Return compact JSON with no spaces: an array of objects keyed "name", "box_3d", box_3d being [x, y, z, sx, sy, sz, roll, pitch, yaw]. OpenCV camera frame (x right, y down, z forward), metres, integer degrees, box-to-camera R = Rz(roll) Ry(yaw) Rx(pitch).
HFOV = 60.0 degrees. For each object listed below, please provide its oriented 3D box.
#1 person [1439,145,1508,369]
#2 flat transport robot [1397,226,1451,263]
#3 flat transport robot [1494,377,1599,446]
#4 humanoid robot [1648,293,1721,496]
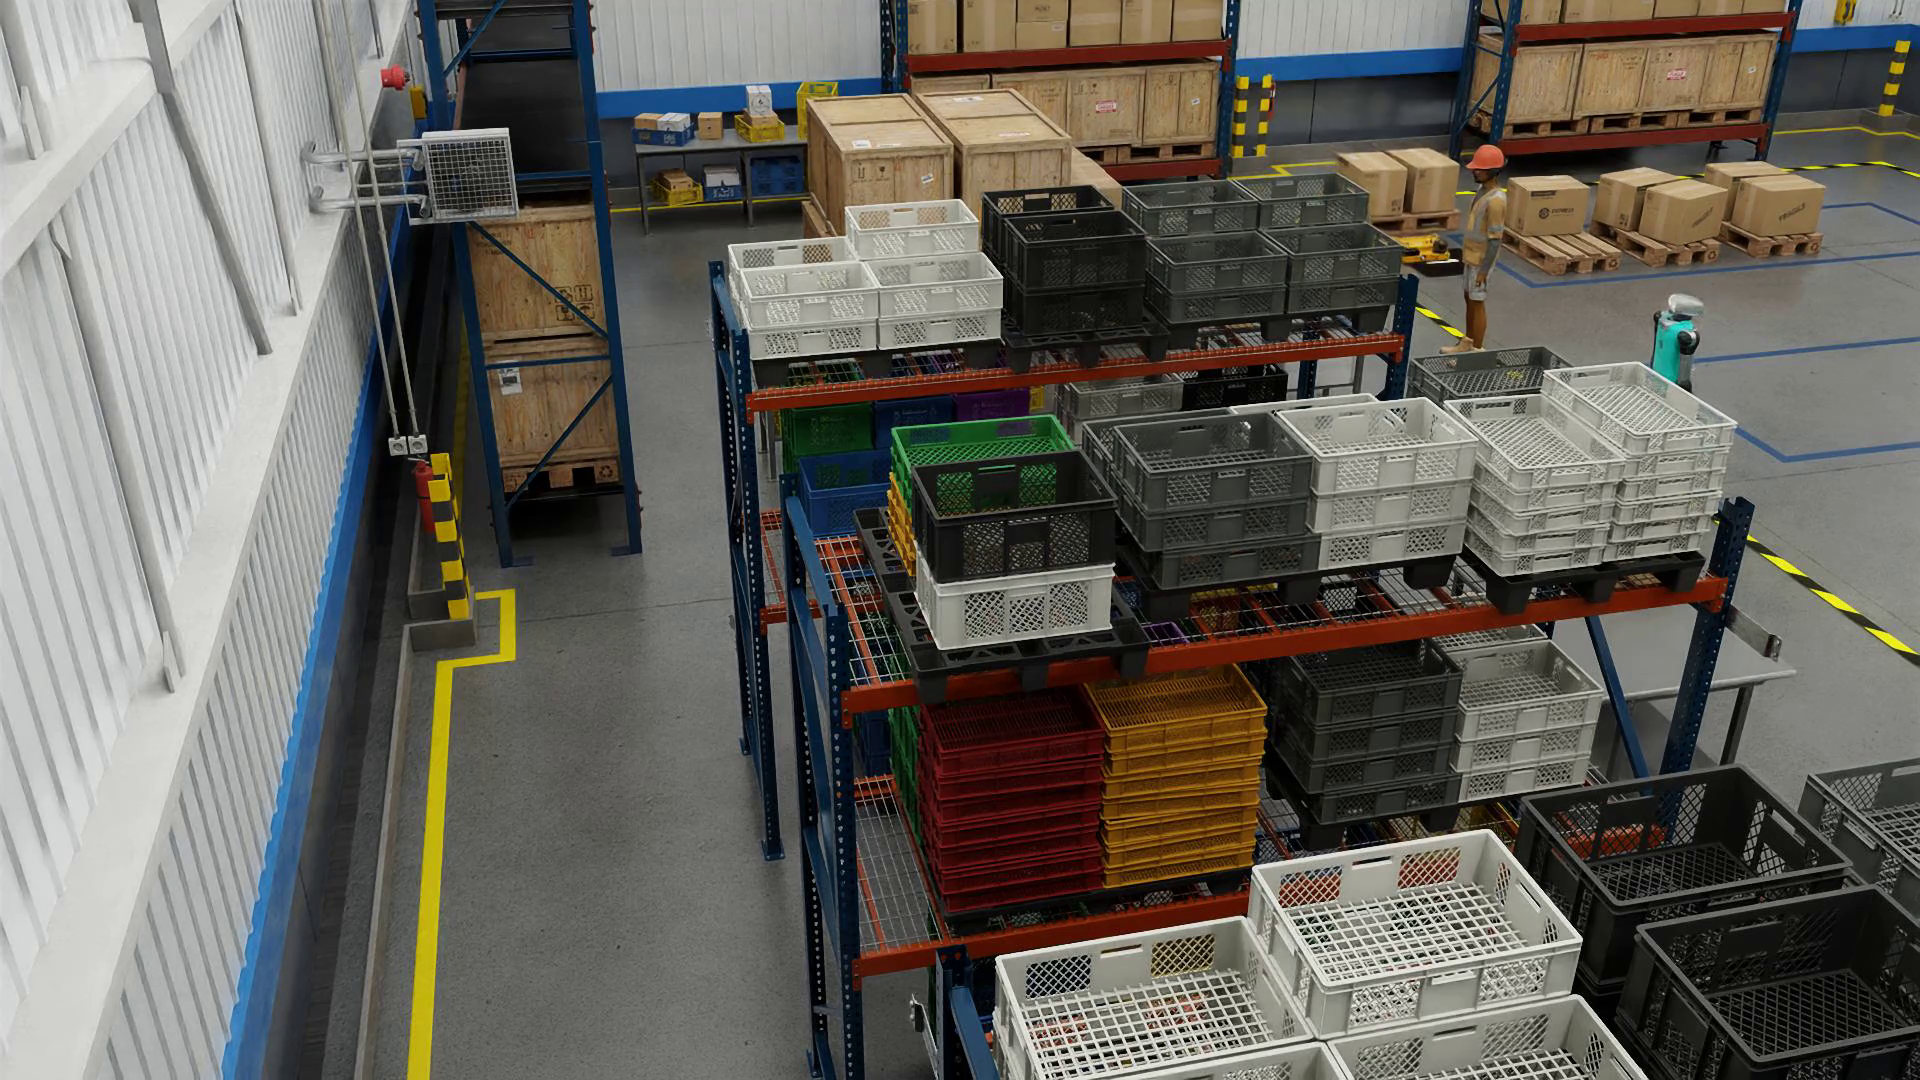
[{"name":"person","box_3d":[4.634,-2.537,14.961,0.389,2.039,0.614,2,28,3]},{"name":"flat transport robot","box_3d":[4.809,-3.394,18.456,0.652,0.197,1.431,-6,28,-12]},{"name":"flat transport robot","box_3d":[4.780,-1.036,14.013,0.659,0.231,1.431,-6,28,-12]},{"name":"humanoid robot","box_3d":[5.390,-1.005,12.234,0.735,1.677,0.533,-2,28,-3]}]
